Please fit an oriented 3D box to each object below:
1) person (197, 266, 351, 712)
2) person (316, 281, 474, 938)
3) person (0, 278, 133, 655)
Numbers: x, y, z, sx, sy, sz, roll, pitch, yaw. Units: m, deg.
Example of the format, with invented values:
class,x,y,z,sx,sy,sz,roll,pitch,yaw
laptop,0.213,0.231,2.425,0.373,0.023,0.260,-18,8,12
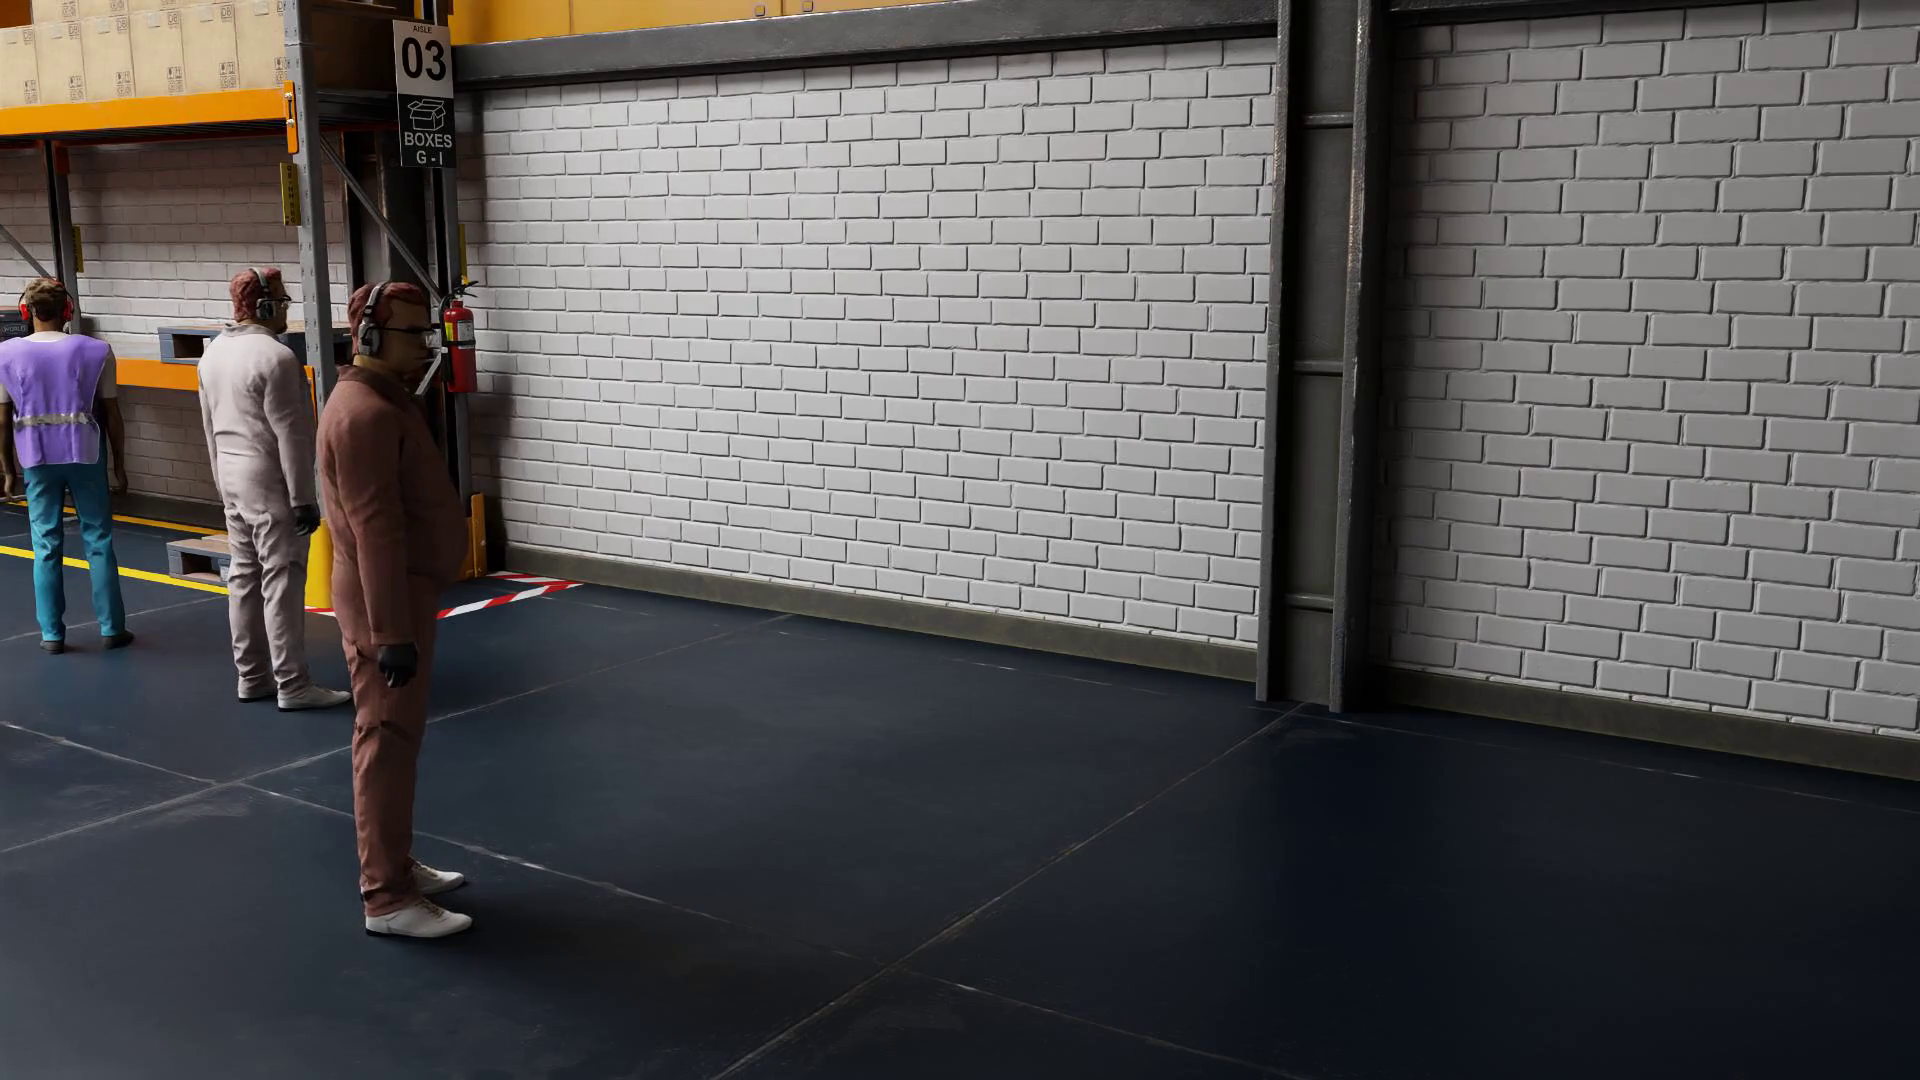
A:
class,x,y,z,sx,sy,sz,roll,pitch,yaw
person,-2.975,-0.216,7.200,0.642,1.910,0.401,8,13,37
person,-1.643,0.201,4.899,0.401,1.904,0.646,-3,11,-18
person,-4.385,-0.350,8.132,0.564,1.839,0.390,-4,11,-23
